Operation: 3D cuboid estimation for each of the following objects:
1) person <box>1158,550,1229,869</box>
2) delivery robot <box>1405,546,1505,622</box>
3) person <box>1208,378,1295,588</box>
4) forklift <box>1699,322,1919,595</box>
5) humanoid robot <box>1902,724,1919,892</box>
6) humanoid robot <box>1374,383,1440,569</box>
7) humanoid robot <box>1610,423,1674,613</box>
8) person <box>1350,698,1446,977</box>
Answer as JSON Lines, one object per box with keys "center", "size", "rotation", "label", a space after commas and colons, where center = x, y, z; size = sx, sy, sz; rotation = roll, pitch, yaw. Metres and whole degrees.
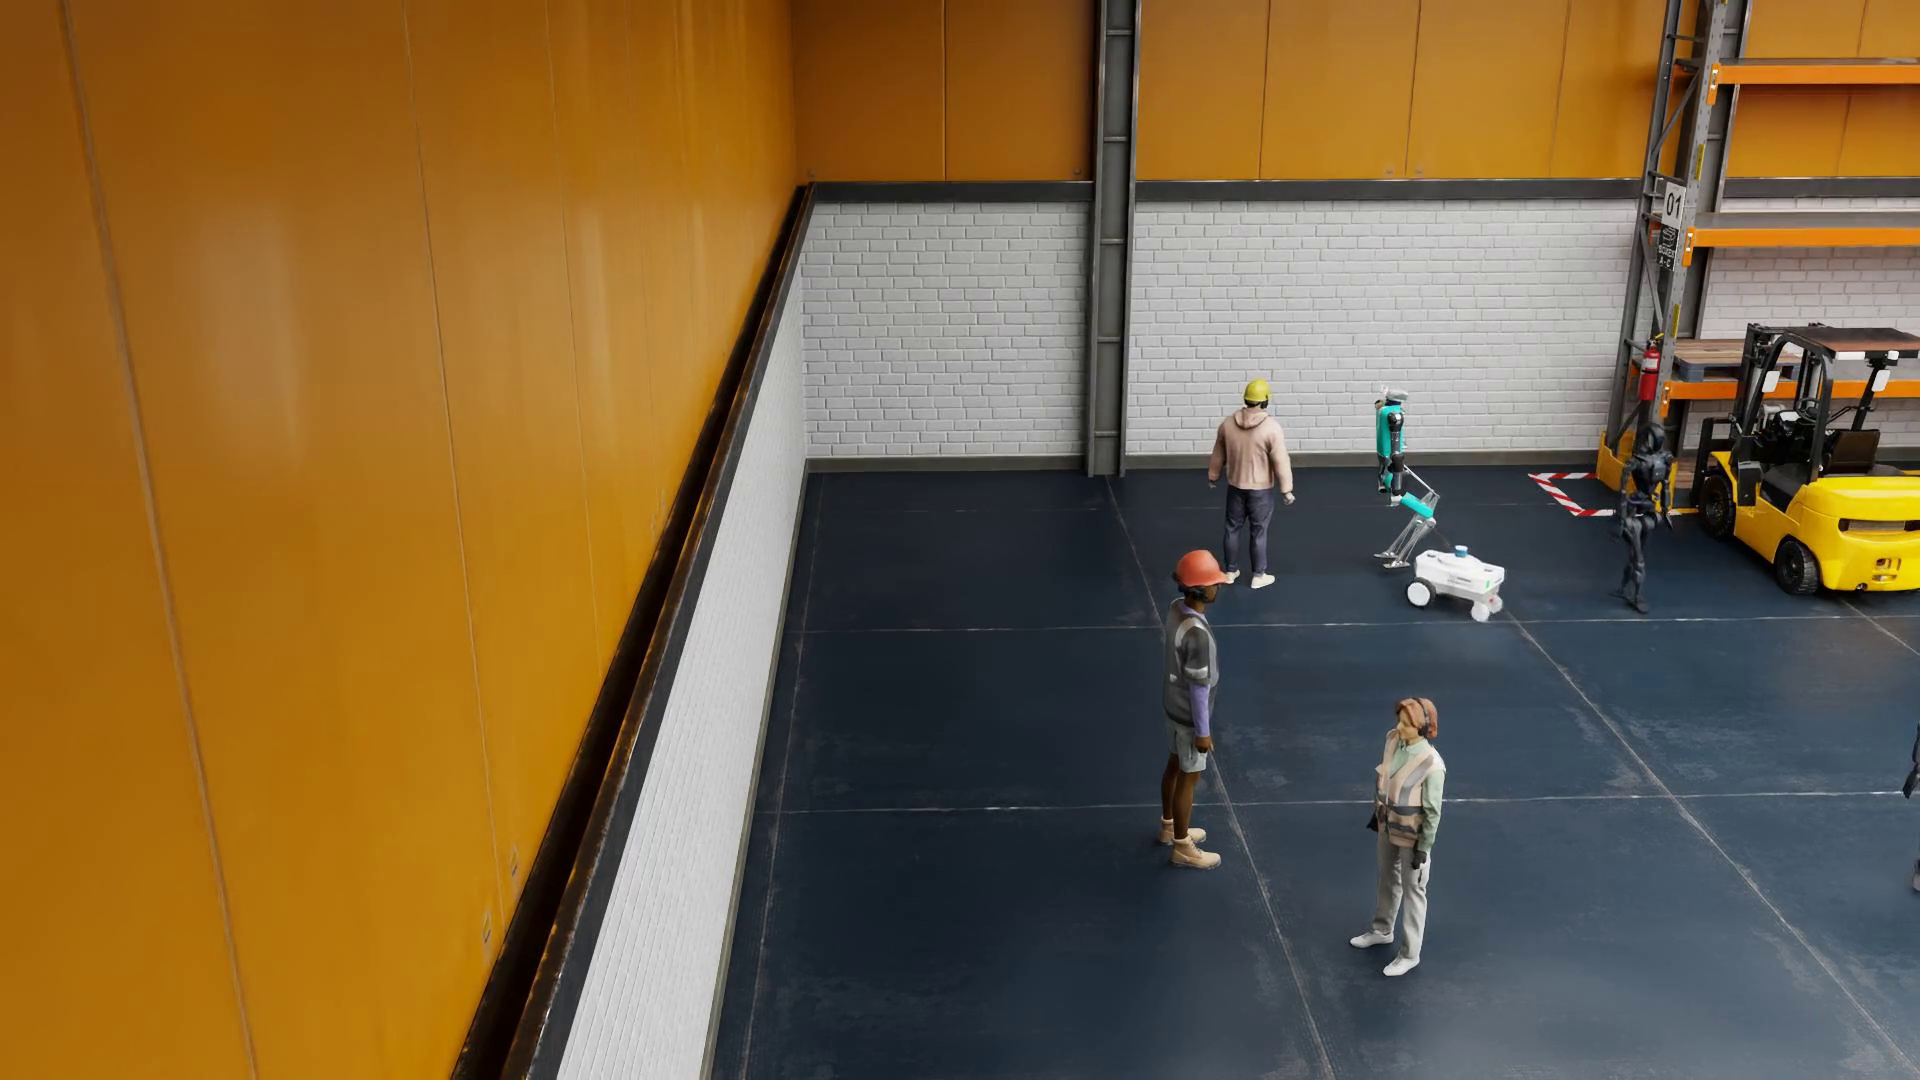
{"center": [1.427, 1.028, 10.203], "size": [0.365, 2.048, 0.606], "rotation": [-2, 20, -7], "label": "person"}
{"center": [4.246, 0.340, 14.214], "size": [0.795, 0.592, 0.499], "rotation": [17, 26, 38], "label": "delivery robot"}
{"center": [2.526, -0.490, 14.570], "size": [0.804, 1.867, 0.421], "rotation": [13, 24, 31], "label": "person"}
{"center": [7.809, -0.792, 14.926], "size": [1.214, 2.155, 2.313], "rotation": [-1, 20, -2], "label": "forklift"}
{"center": [5.940, 1.368, 9.810], "size": [0.612, 1.654, 0.369], "rotation": [7, 21, 19], "label": "humanoid robot"}
{"center": [4.004, -0.568, 14.771], "size": [0.735, 1.681, 0.533], "rotation": [-1, 20, -2], "label": "humanoid robot"}
{"center": [5.805, -0.202, 14.092], "size": [0.611, 1.636, 0.555], "rotation": [-8, 22, -22], "label": "humanoid robot"}
{"center": [2.449, 1.615, 9.188], "size": [0.306, 1.642, 0.513], "rotation": [-8, 22, -20], "label": "person"}
